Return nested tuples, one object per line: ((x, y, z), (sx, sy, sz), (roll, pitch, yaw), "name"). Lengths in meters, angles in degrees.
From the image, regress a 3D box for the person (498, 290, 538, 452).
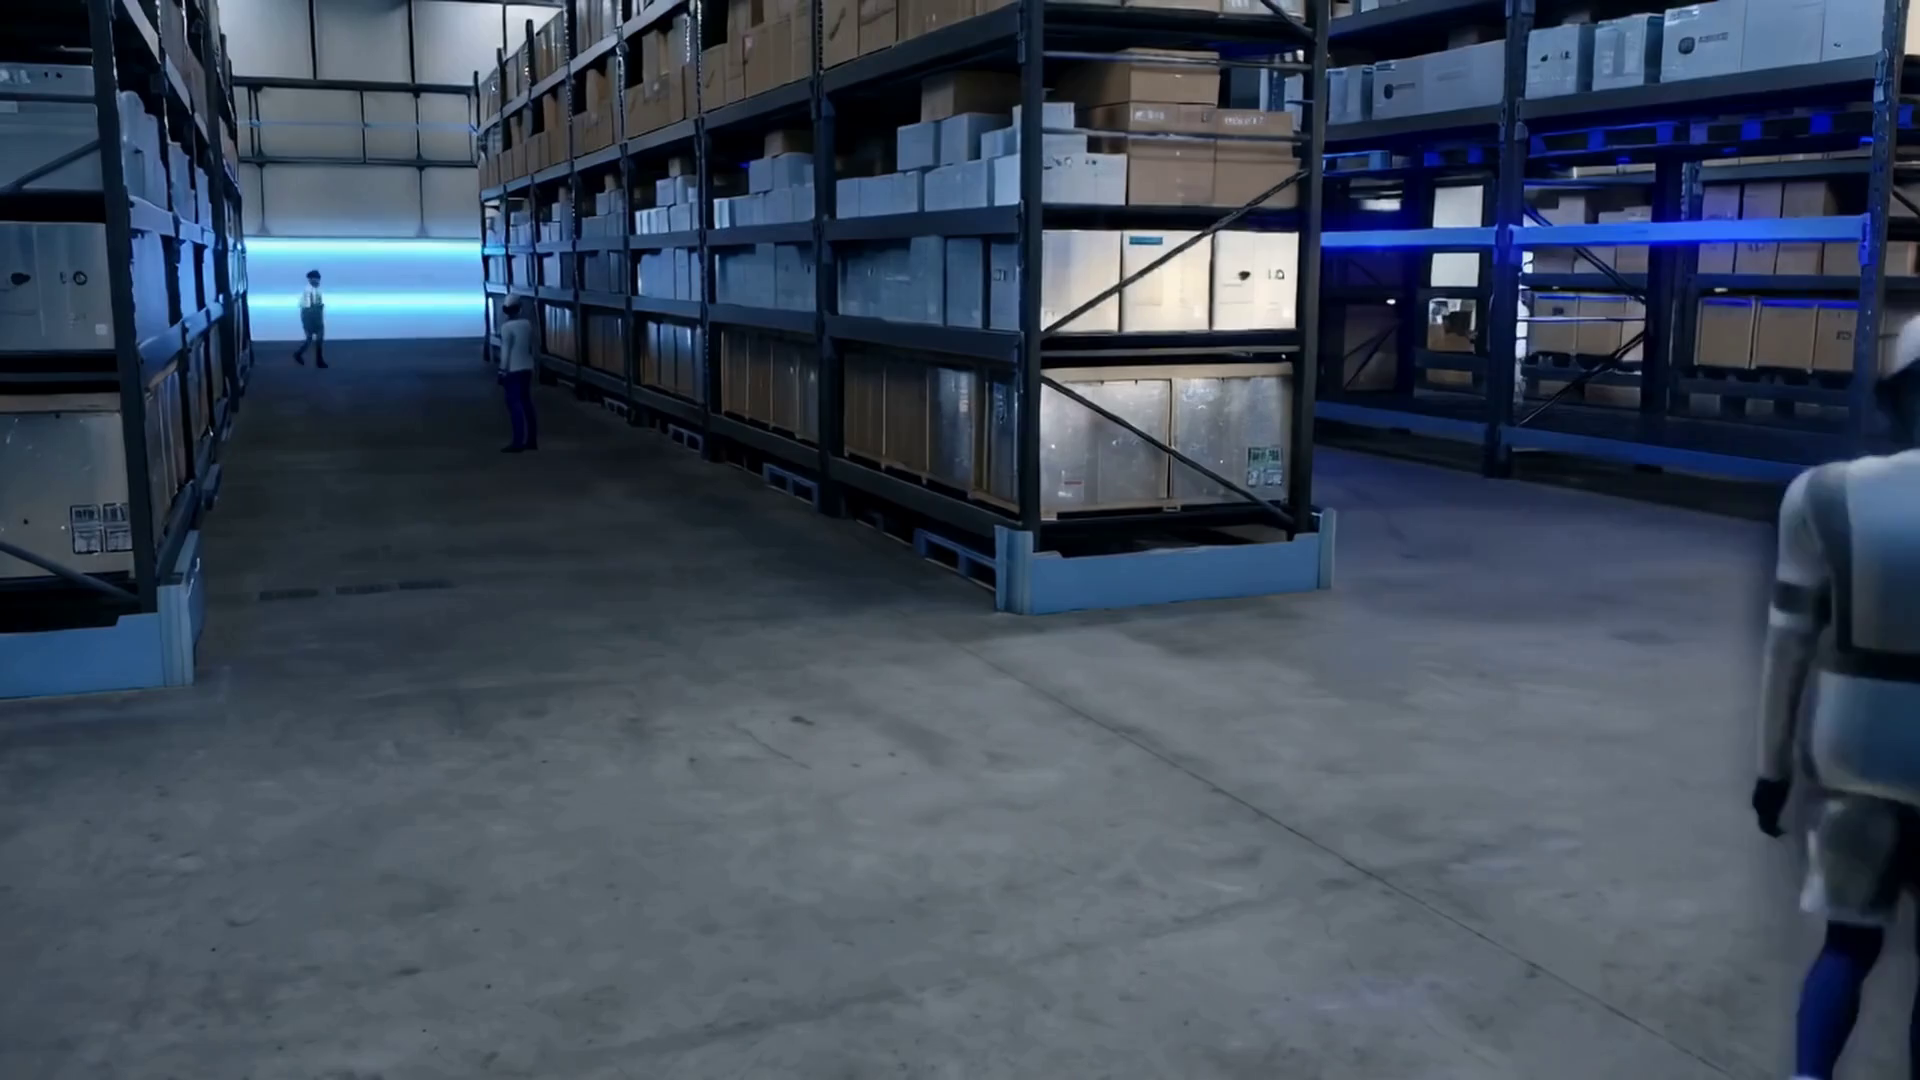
((-4.856, -1.838, 18.202), (0.313, 1.769, 0.523), (4, 10, 25), "person")

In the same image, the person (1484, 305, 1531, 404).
((6.545, -2.159, 19.878), (0.564, 1.850, 0.389), (-4, 10, -24), "person")

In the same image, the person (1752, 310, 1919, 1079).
((1.987, 0.499, 3.516), (0.609, 2.014, 0.824), (7, 12, 37), "person")

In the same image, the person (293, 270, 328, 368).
((-12.706, -4.309, 32.545), (0.550, 1.922, 0.625), (5, 11, 26), "person")
